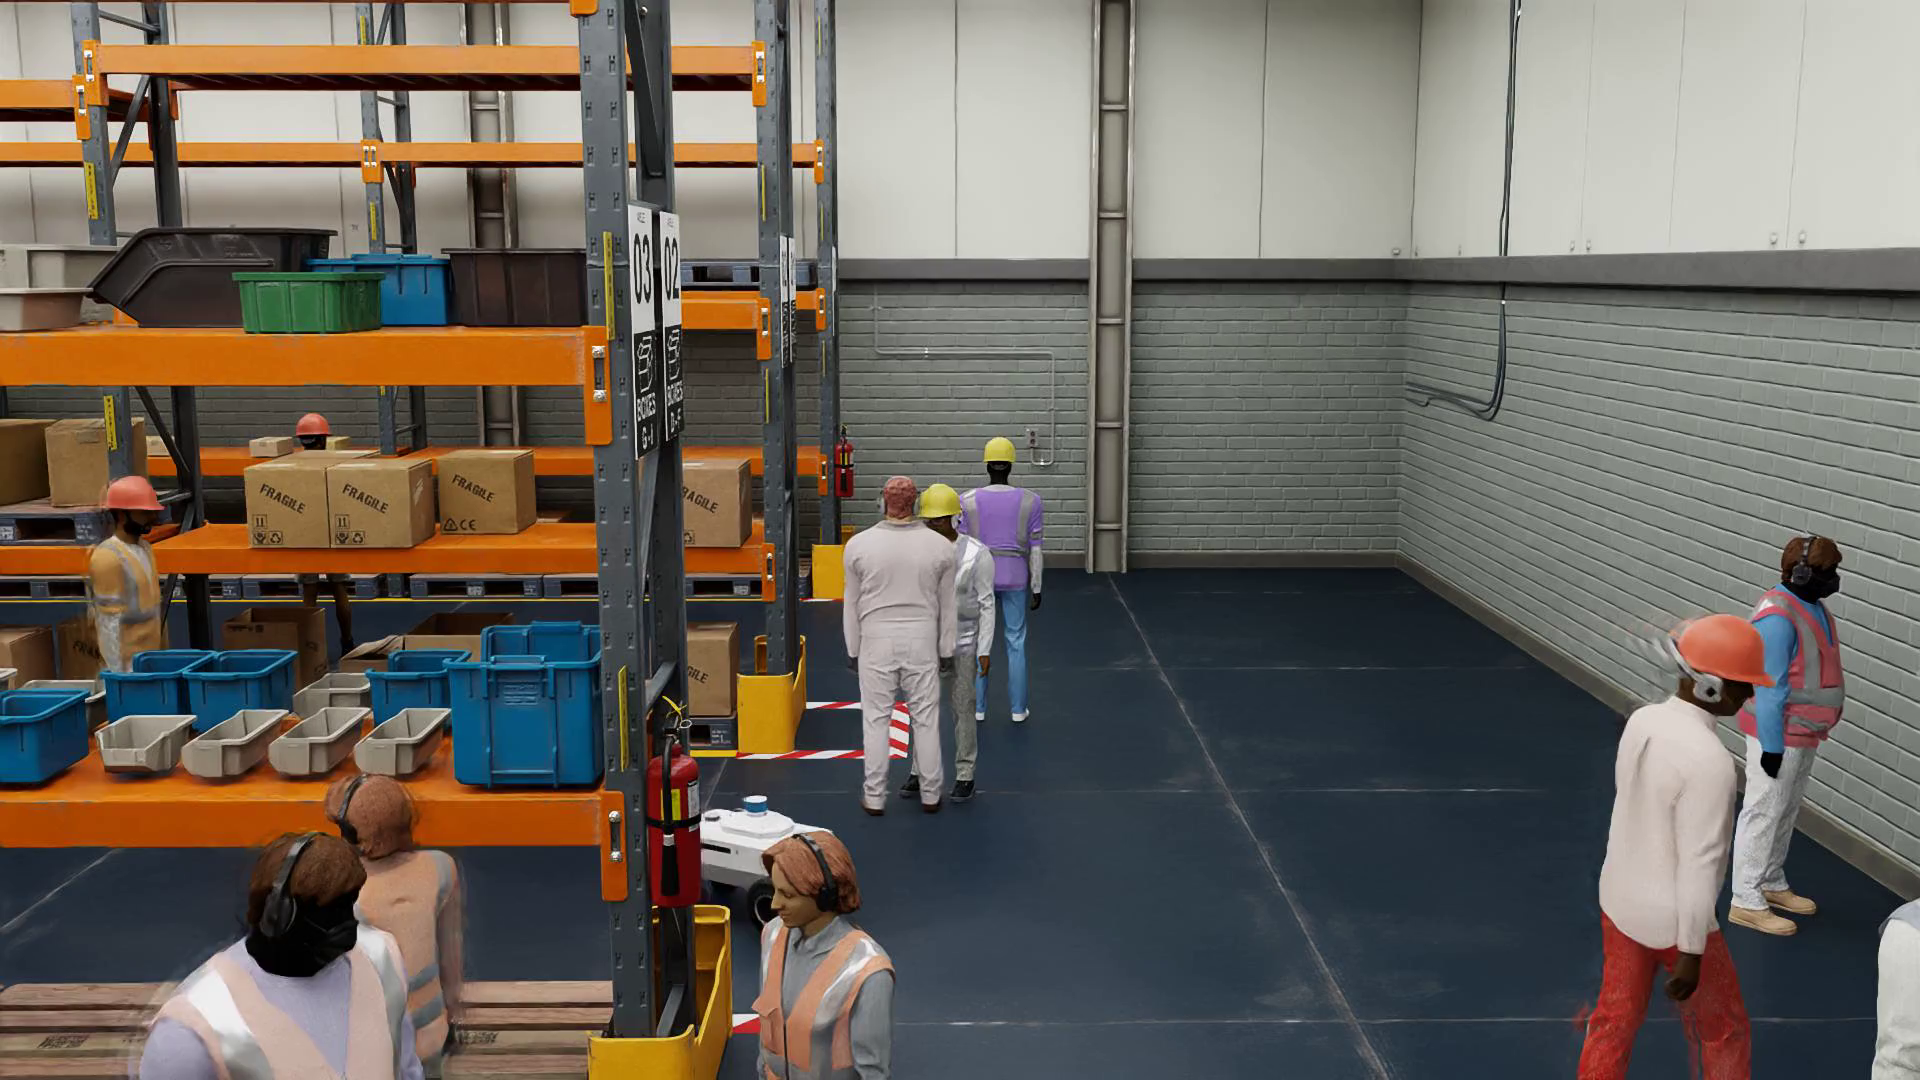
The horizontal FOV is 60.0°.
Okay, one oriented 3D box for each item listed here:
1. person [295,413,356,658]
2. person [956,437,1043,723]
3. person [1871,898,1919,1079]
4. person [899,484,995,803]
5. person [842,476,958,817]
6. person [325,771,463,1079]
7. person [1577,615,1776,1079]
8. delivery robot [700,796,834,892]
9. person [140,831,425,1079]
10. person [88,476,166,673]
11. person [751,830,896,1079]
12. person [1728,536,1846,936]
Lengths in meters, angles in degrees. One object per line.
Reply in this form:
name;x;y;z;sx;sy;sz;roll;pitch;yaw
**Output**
person;-4.923;-0.004;12.785;0.543;1.932;0.376;-3;10;-17
person;0.261;0.271;11.139;0.588;1.918;0.392;0;9;2
person;2.391;1.444;3.854;0.605;1.948;0.387;-1;9;-9
person;-0.101;0.585;9.477;0.599;1.830;0.403;4;10;22
person;-0.337;0.589;9.277;0.641;1.896;0.399;-2;9;-10
person;-1.627;1.458;4.761;0.443;1.627;0.522;6;11;32
person;2.392;1.195;5.375;0.903;1.939;0.611;-2;9;-9
delivery robot;-0.953;1.446;7.815;0.707;0.478;0.477;5;11;29
person;-1.516;1.528;3.759;0.632;1.816;0.641;6;11;34
person;-4.553;0.605;9.084;0.517;1.920;0.568;0;9;-2
person;-0.344;1.532;4.291;0.316;1.631;0.523;-8;12;-42
person;3.820;0.884;7.662;0.431;1.835;0.624;8;12;41
